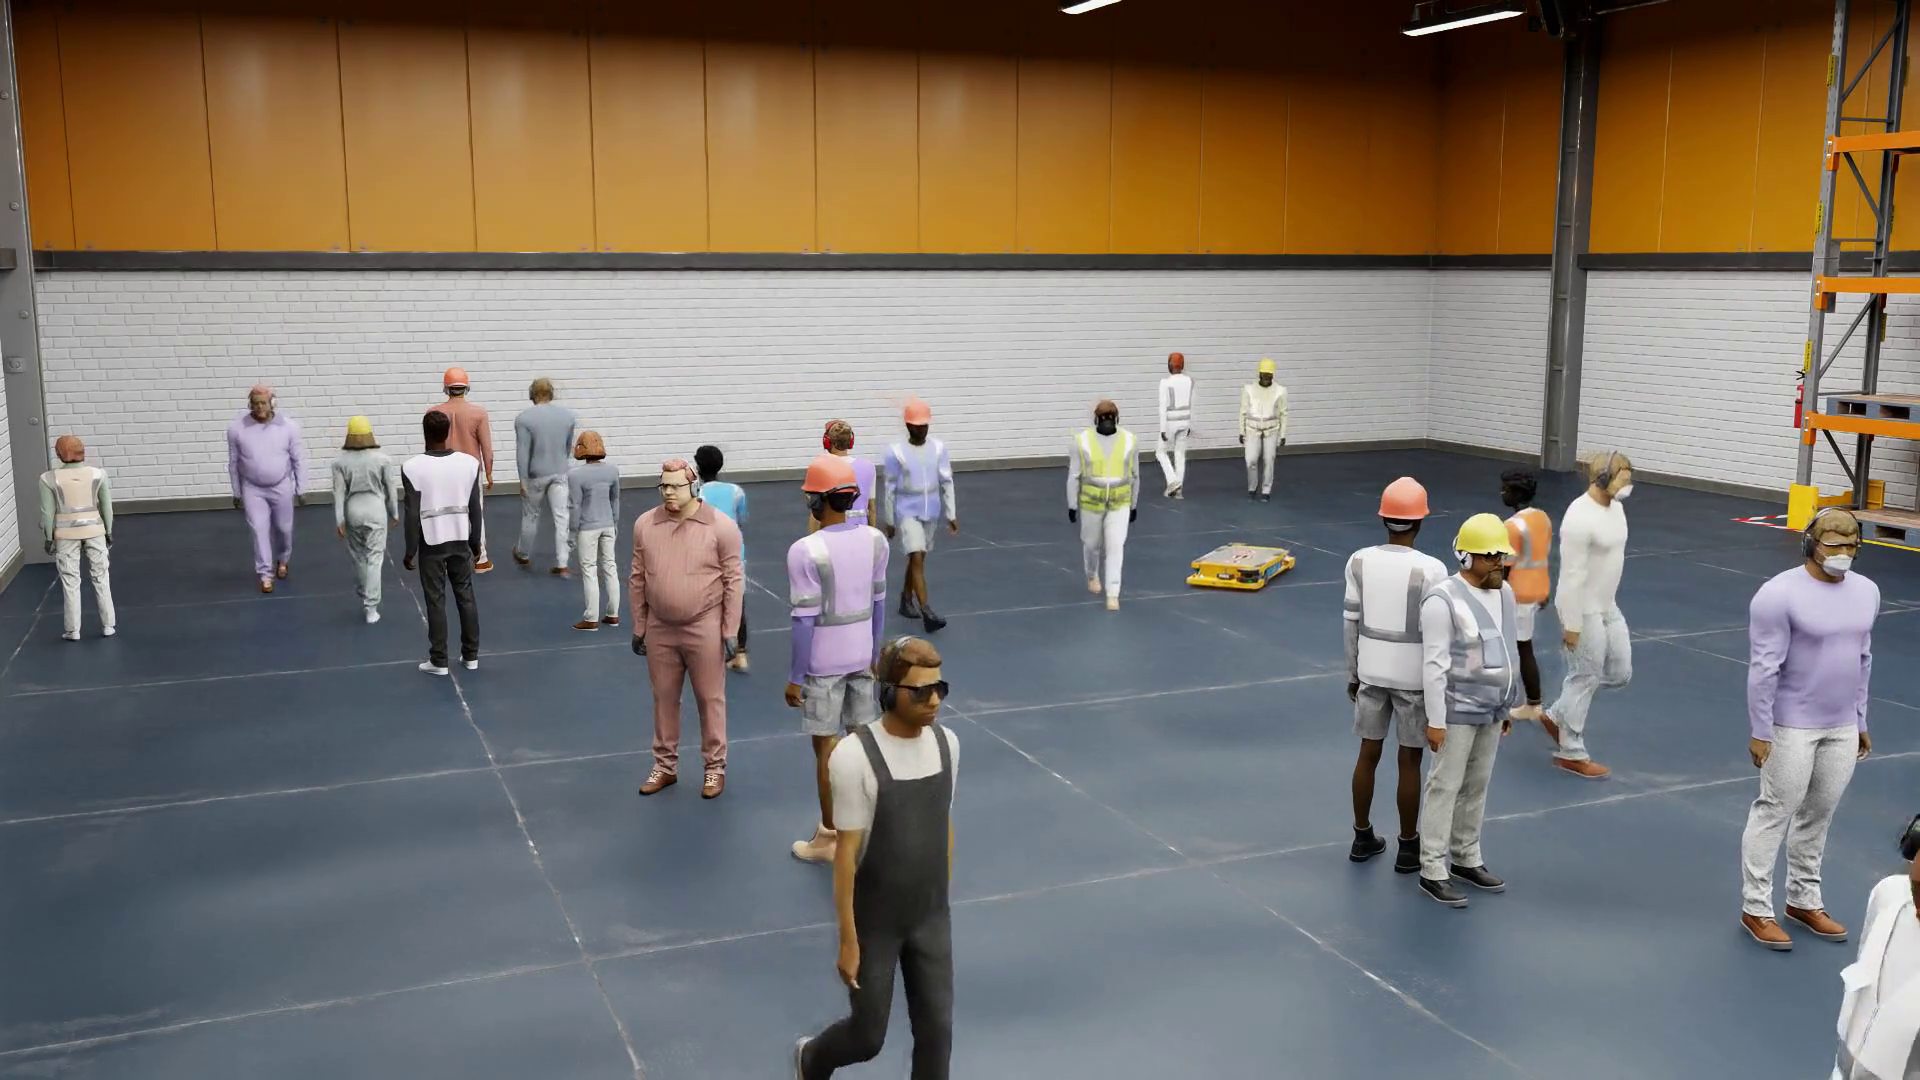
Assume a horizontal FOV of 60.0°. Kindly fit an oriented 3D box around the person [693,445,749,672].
[{"bbox_3d":[-1.810,0.126,12.242,0.531,1.647,0.874,-6,11,-31],"label":"person"}]

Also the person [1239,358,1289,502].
[{"bbox_3d":[3.789,-1.360,20.767,0.618,1.809,0.501,2,10,14],"label":"person"}]

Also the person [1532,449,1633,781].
[{"bbox_3d":[3.644,0.426,9.615,0.479,1.920,0.654,8,13,41],"label":"person"}]

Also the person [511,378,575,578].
[{"bbox_3d":[-4.015,-0.612,16.003,0.633,1.882,1.036,-7,11,-35],"label":"person"}]

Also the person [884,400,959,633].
[{"bbox_3d":[-0.326,-0.210,13.652,0.549,1.876,1.042,-5,11,-27],"label":"person"}]

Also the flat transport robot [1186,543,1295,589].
[{"bbox_3d":[2.675,0.238,15.751,0.652,0.197,1.431,4,10,25],"label":"flat transport robot"}]

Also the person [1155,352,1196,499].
[{"bbox_3d":[2.728,-1.455,21.169,0.587,1.866,0.417,-5,11,-27],"label":"person"}]

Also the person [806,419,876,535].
[{"bbox_3d":[-0.862,0.044,12.157,0.563,1.847,0.389,-6,11,-34],"label":"person"}]

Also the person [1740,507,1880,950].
[{"bbox_3d":[3.702,0.810,7.248,0.635,1.936,0.351,-3,10,-17],"label":"person"}]

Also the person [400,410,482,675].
[{"bbox_3d":[-3.747,0.021,12.086,0.596,1.916,0.374,-9,13,-42],"label":"person"}]

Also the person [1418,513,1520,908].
[{"bbox_3d":[2.388,0.778,7.756,0.596,1.831,0.403,-7,12,-37],"label":"person"}]

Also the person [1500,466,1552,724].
[{"bbox_3d":[3.549,0.343,10.853,0.701,1.669,0.547,9,13,43],"label":"person"}]

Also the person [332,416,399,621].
[{"bbox_3d":[-5.016,-0.195,14.075,0.492,1.695,0.909,-2,9,-9],"label":"person"}]

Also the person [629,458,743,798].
[{"bbox_3d":[-1.540,0.493,9.263,0.651,1.906,0.403,2,10,11],"label":"person"}]

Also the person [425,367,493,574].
[{"bbox_3d":[-4.800,-0.665,15.998,0.622,1.995,0.374,-1,9,-5],"label":"person"}]

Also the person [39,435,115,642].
[{"bbox_3d":[-6.960,-0.013,13.144,0.513,1.637,0.309,-7,12,-38],"label":"person"}]

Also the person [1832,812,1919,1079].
[{"bbox_3d":[2.153,1.428,3.788,0.402,1.845,0.676,0,9,-1],"label":"person"}]

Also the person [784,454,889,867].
[{"bbox_3d":[-0.629,0.593,8.240,0.373,2.044,0.606,8,13,42],"label":"person"}]

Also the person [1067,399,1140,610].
[{"bbox_3d":[1.259,-0.342,14.623,0.635,1.812,0.879,0,9,1],"label":"person"}]

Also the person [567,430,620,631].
[{"bbox_3d":[-2.983,-0.078,13.544,0.279,1.633,0.501,7,12,38],"label":"person"}]

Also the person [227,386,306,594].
[{"bbox_3d":[-6.378,-0.494,15.337,0.651,1.881,0.857,-4,10,-23],"label":"person"}]

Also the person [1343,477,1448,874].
[{"bbox_3d":[2.145,0.658,8.151,0.552,1.942,0.342,9,13,43],"label":"person"}]

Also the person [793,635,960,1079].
[{"bbox_3d":[-0.244,1.182,5.340,0.525,1.827,0.744,-7,12,-37],"label":"person"}]
